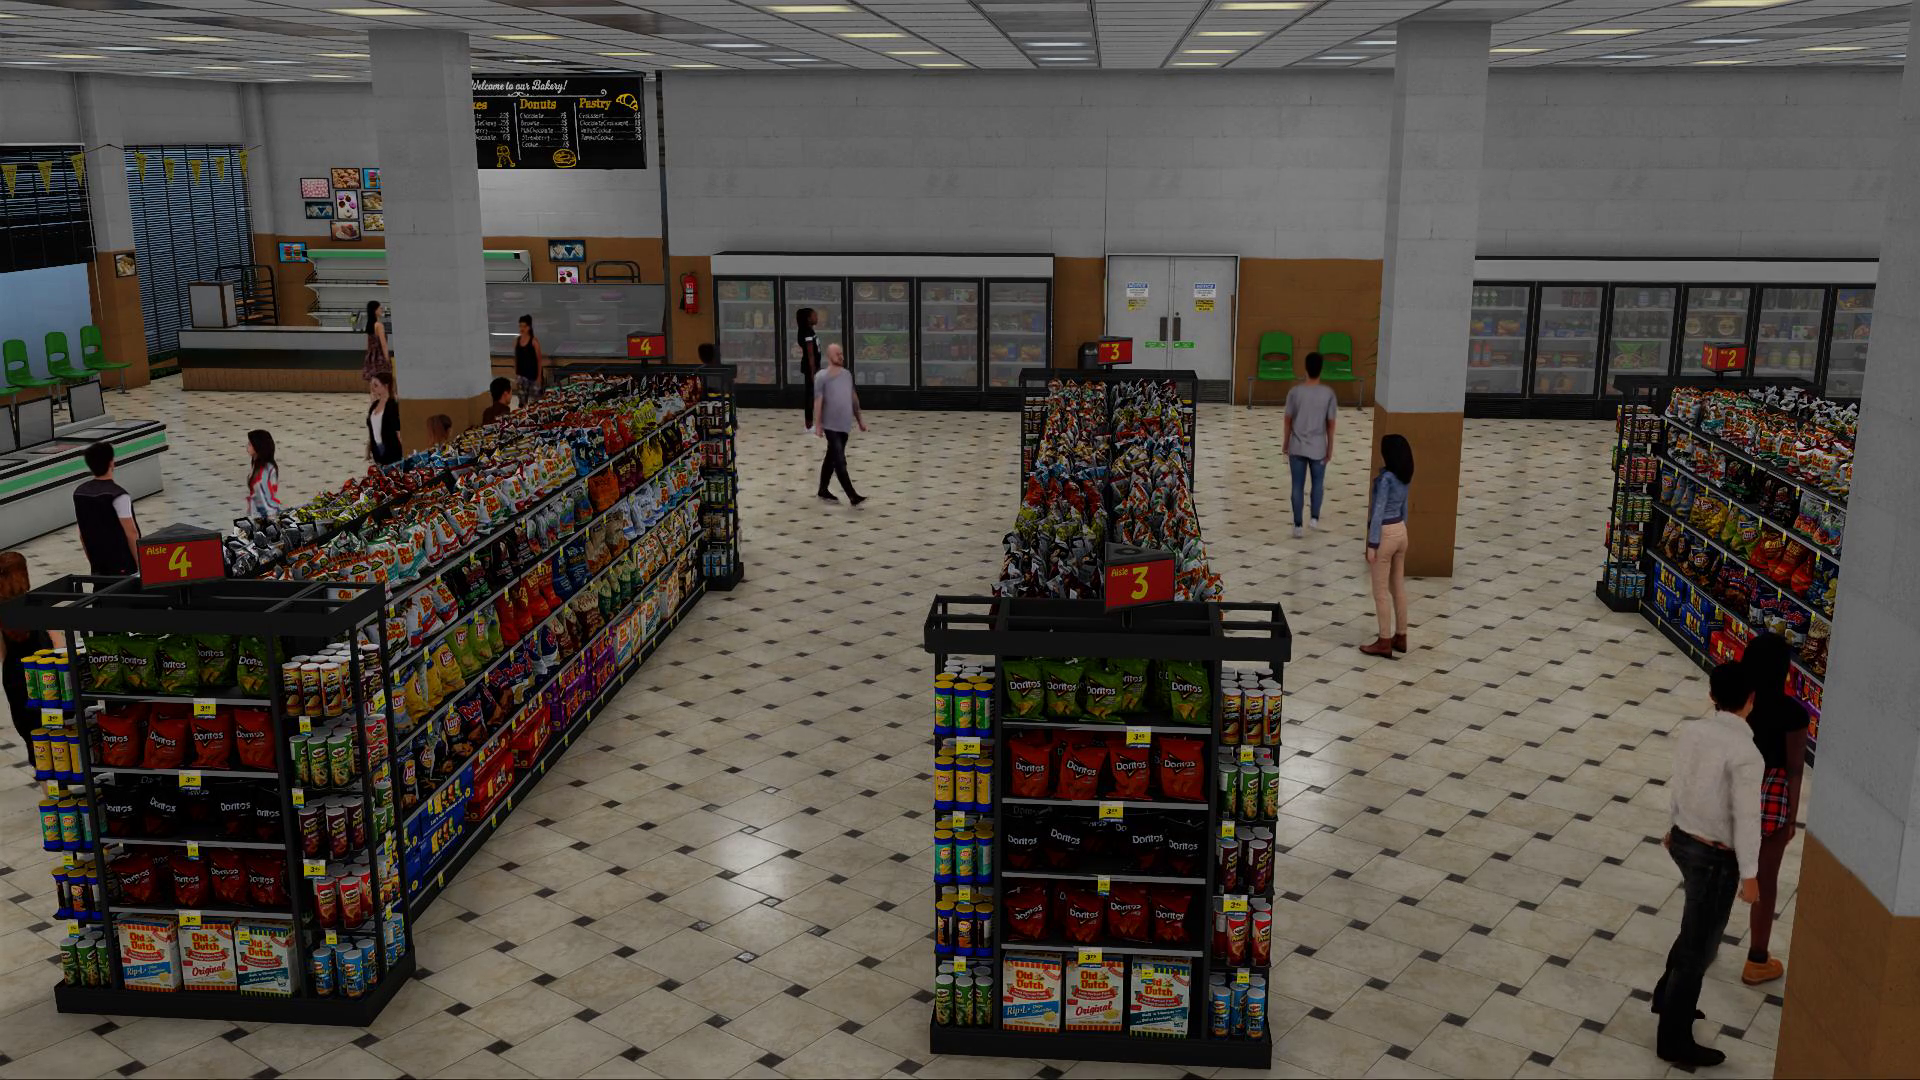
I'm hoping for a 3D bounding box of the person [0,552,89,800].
[{"bbox_3d":[-5.594,0.893,9.965,0.669,1.601,0.656,1,14,4],"label":"person"}]

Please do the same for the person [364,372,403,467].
[{"bbox_3d":[-5.834,-0.904,17.267,0.995,1.651,1.117,11,18,39],"label":"person"}]

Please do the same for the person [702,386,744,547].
[{"bbox_3d":[-2.364,-0.694,16.452,0.871,1.628,0.935,-11,17,-38],"label":"person"}]

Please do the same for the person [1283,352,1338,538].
[{"bbox_3d":[3.552,-0.943,16.980,0.716,1.862,0.823,2,14,8],"label":"person"}]

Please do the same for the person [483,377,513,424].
[{"bbox_3d":[-4.511,-0.665,16.062,0.757,1.755,0.758,9,17,34],"label":"person"}]

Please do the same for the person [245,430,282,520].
[{"bbox_3d":[-5.863,-0.145,14.311,0.960,1.571,1.116,-5,14,-19],"label":"person"}]

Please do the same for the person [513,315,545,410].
[{"bbox_3d":[-5.884,-2.264,22.921,0.621,1.630,1.090,3,14,11],"label":"person"}]

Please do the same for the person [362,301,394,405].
[{"bbox_3d":[-8.247,-2.507,23.617,0.805,1.773,0.852,12,18,39],"label":"person"}]

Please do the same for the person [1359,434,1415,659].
[{"bbox_3d":[3.394,0.036,13.143,0.697,1.769,0.765,-12,18,-41],"label":"person"}]

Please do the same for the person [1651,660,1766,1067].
[{"bbox_3d":[3.255,1.421,7.404,0.847,1.782,0.658,1,14,4],"label":"person"}]

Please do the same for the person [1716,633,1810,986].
[{"bbox_3d":[3.834,1.289,8.074,0.768,1.723,0.708,-11,18,-38],"label":"person"}]

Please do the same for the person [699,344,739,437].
[{"bbox_3d":[-2.651,-1.167,17.914,0.860,1.858,0.890,-6,15,-22],"label":"person"}]

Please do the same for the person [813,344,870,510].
[{"bbox_3d":[-1.425,-1.253,18.417,1.185,1.789,1.215,11,18,39],"label":"person"}]

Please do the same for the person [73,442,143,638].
[{"bbox_3d":[-6.297,0.183,12.367,0.689,1.848,0.628,4,14,16],"label":"person"}]

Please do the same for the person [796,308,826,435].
[{"bbox_3d":[-2.074,-2.358,23.099,0.715,1.729,0.580,-2,14,-7],"label":"person"}]
